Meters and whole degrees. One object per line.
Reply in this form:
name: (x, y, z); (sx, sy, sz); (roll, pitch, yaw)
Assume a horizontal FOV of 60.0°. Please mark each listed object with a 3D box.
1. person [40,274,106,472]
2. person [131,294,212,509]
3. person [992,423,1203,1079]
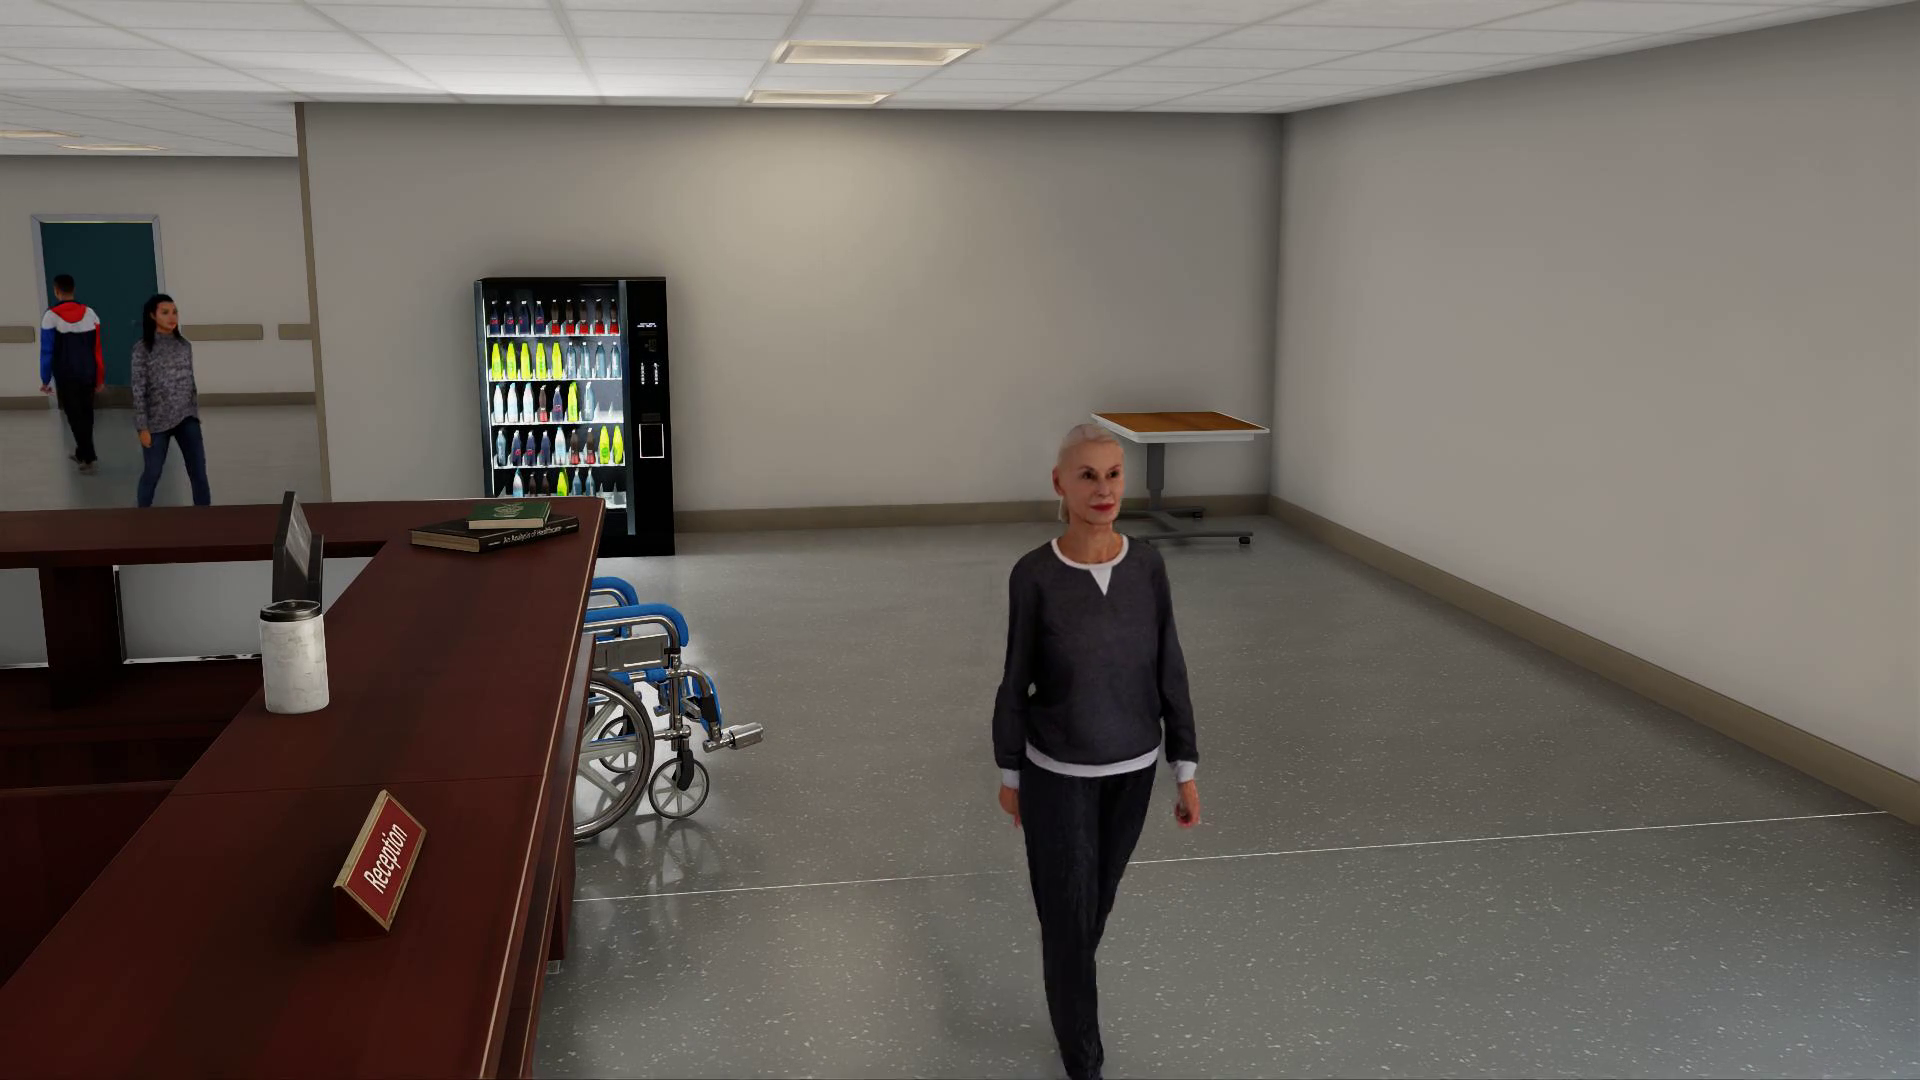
person: (-7.818, -1.451, 14.734); (1.080, 1.730, 1.047); (9, 14, 39)
person: (-5.432, -0.779, 11.312); (1.184, 1.685, 1.154); (8, 13, 36)
person: (0.300, 0.557, 4.248); (1.006, 1.693, 0.809); (-4, 12, -22)
